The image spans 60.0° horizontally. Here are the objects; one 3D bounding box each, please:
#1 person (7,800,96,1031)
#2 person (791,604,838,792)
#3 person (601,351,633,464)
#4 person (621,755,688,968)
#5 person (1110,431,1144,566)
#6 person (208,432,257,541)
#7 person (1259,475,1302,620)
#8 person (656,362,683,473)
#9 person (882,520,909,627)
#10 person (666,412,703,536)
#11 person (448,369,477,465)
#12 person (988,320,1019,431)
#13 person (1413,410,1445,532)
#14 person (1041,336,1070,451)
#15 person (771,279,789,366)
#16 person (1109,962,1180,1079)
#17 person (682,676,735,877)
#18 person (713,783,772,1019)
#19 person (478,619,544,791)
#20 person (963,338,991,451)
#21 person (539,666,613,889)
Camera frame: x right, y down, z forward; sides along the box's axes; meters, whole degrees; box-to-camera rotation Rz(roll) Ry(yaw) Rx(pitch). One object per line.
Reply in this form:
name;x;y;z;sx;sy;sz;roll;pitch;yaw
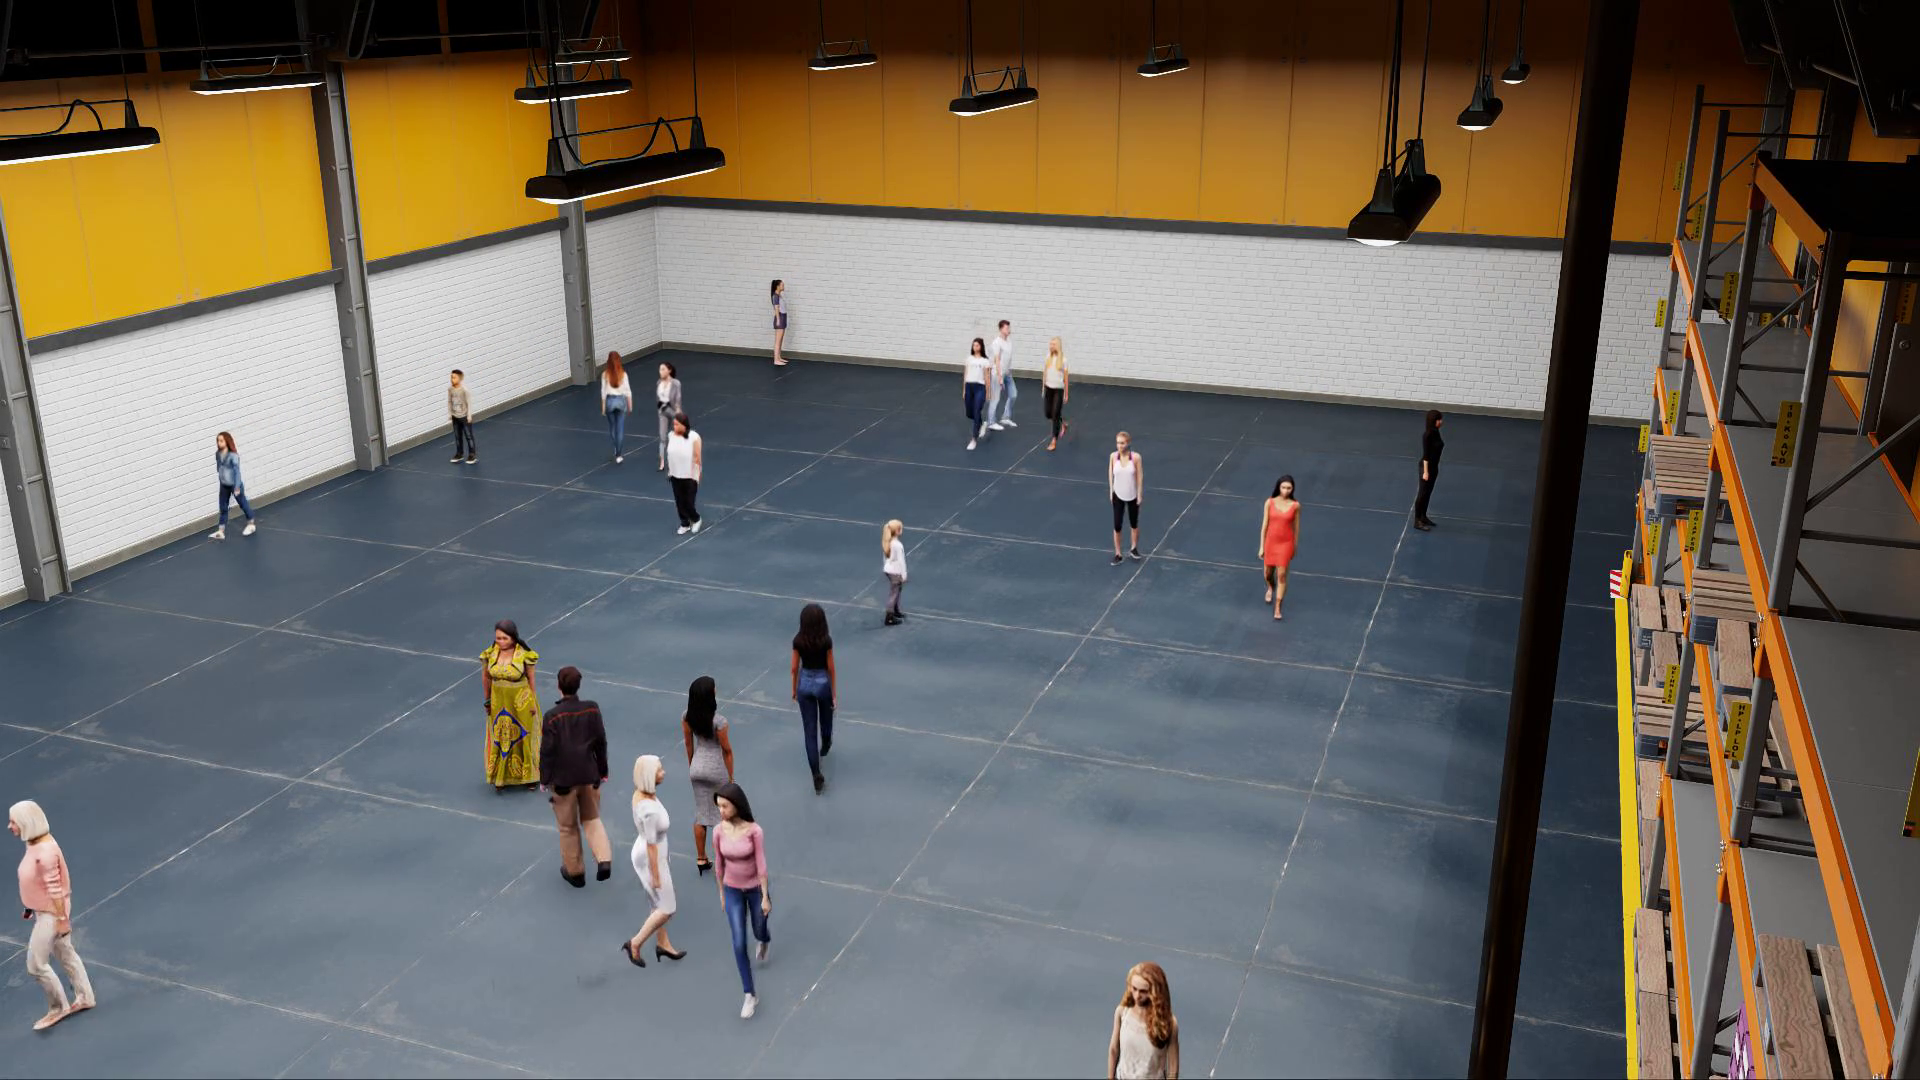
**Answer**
person;-6.373;2.606;11.821;0.803;1.714;0.758;-16;24;-39
person;-1.330;1.470;15.231;0.868;1.691;1.214;0;19;1
person;-5.305;-2.022;25.602;0.845;1.691;1.130;0;19;-1
person;-2.346;2.409;12.365;0.852;1.741;0.803;-6;20;-18
person;2.153;-0.558;21.173;0.594;1.741;0.829;6;19;16
person;-9.647;-0.738;22.173;0.571;1.446;0.913;7;20;20
person;3.726;0.053;19.417;0.659;1.705;0.848;4;19;12
person;-4.331;-1.880;25.252;0.640;1.644;1.068;8;20;22
person;-0.816;0.384;19.114;0.693;1.270;0.636;-10;21;-27
person;-3.667;-0.912;22.326;0.680;1.677;0.653;10;21;26
person;-7.687;-1.919;25.652;0.543;1.462;0.492;6;20;17
person;0.603;-2.729;27.474;0.798;1.834;0.681;12;22;31
person;6.346;-0.970;22.552;0.676;1.642;0.521;13;23;34
person;1.572;-2.347;26.384;0.770;1.807;0.978;13;22;33
person;-3.520;-4.230;32.222;0.716;1.649;0.572;0;19;-1
person;1.079;3.255;9.824;0.579;1.759;0.517;8;20;23
person;-2.054;1.948;13.671;0.593;1.781;0.529;8;20;23
person;-1.523;2.524;12.067;0.739;1.713;1.097;2;19;5
person;-4.097;1.491;15.217;0.970;1.659;0.945;-1;19;-3
person;0.284;-2.348;26.462;0.682;1.759;0.991;9;21;25
person;-3.067;1.964;13.420;0.962;1.910;1.004;-13;23;-35
